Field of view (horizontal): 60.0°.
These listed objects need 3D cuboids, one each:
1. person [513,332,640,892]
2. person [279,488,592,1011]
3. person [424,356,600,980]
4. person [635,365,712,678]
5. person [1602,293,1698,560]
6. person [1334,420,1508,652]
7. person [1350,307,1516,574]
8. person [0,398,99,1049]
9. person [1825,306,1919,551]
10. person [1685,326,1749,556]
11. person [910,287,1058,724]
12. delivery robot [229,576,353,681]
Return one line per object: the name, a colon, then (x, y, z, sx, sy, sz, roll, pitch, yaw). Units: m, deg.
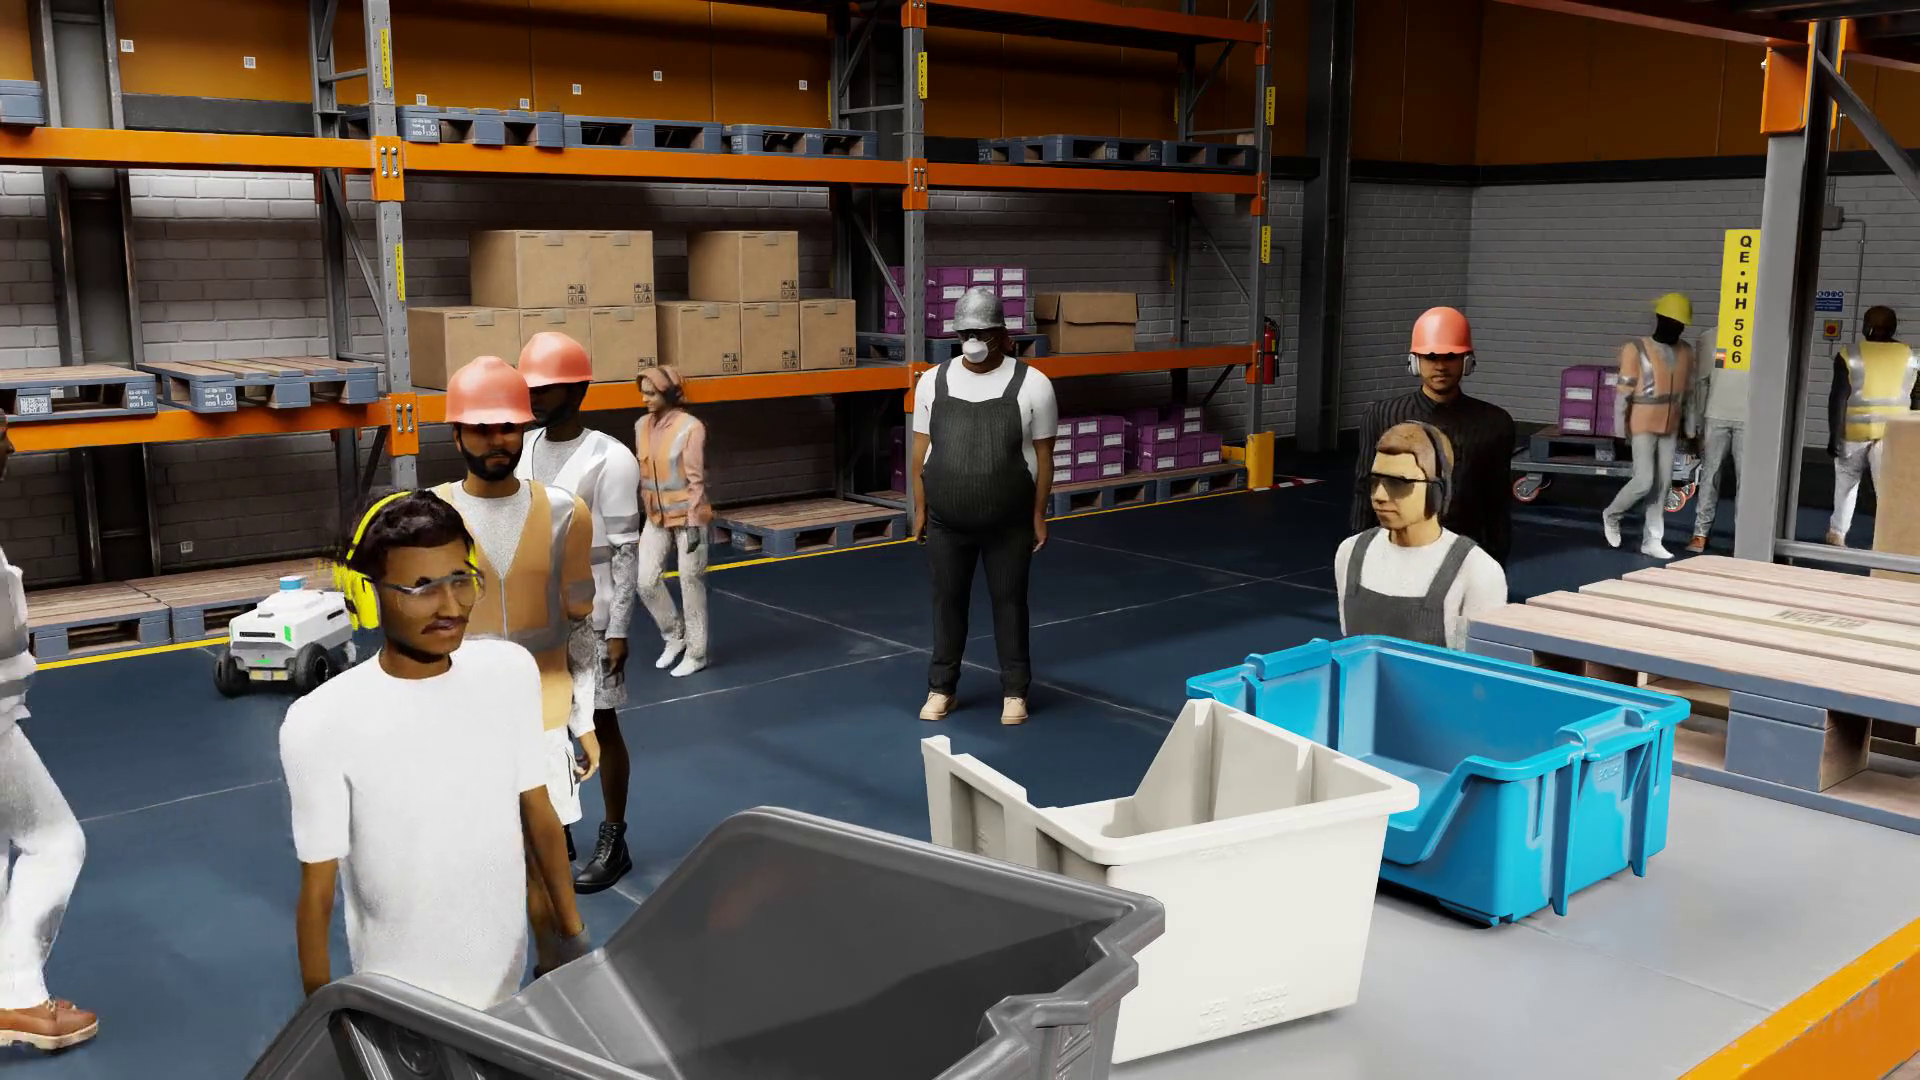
person: (-1.362, 0.253, 5.755, 0.542, 1.939, 0.362, 5, 11, 26)
person: (-0.956, 0.796, 3.025, 0.882, 1.839, 0.532, 7, 12, 35)
person: (-1.239, 0.476, 4.500, 0.545, 1.942, 0.354, -5, 11, -25)
person: (-1.468, -0.090, 8.544, 0.530, 1.619, 0.380, 7, 12, 34)
person: (4.927, -0.813, 11.853, 0.624, 1.894, 0.565, -3, 11, -18)
person: (1.137, 0.588, 4.296, 0.955, 1.794, 0.527, -9, 14, -42)
person: (1.819, 0.101, 6.451, 0.611, 1.996, 0.378, 2, 10, 10)
person: (-2.634, 0.493, 4.578, 0.498, 1.874, 0.617, -7, 12, -35)
person: (6.564, -0.781, 11.954, 0.637, 1.798, 0.972, 2, 10, 12)
person: (5.560, -0.848, 11.927, 0.629, 1.940, 0.376, 7, 12, 35)
person: (0.088, -0.149, 7.726, 0.689, 2.000, 0.539, 2, 10, 11)
delivery robot: (-3.368, 0.427, 8.398, 0.477, 0.478, 0.707, 1, 10, 5)
